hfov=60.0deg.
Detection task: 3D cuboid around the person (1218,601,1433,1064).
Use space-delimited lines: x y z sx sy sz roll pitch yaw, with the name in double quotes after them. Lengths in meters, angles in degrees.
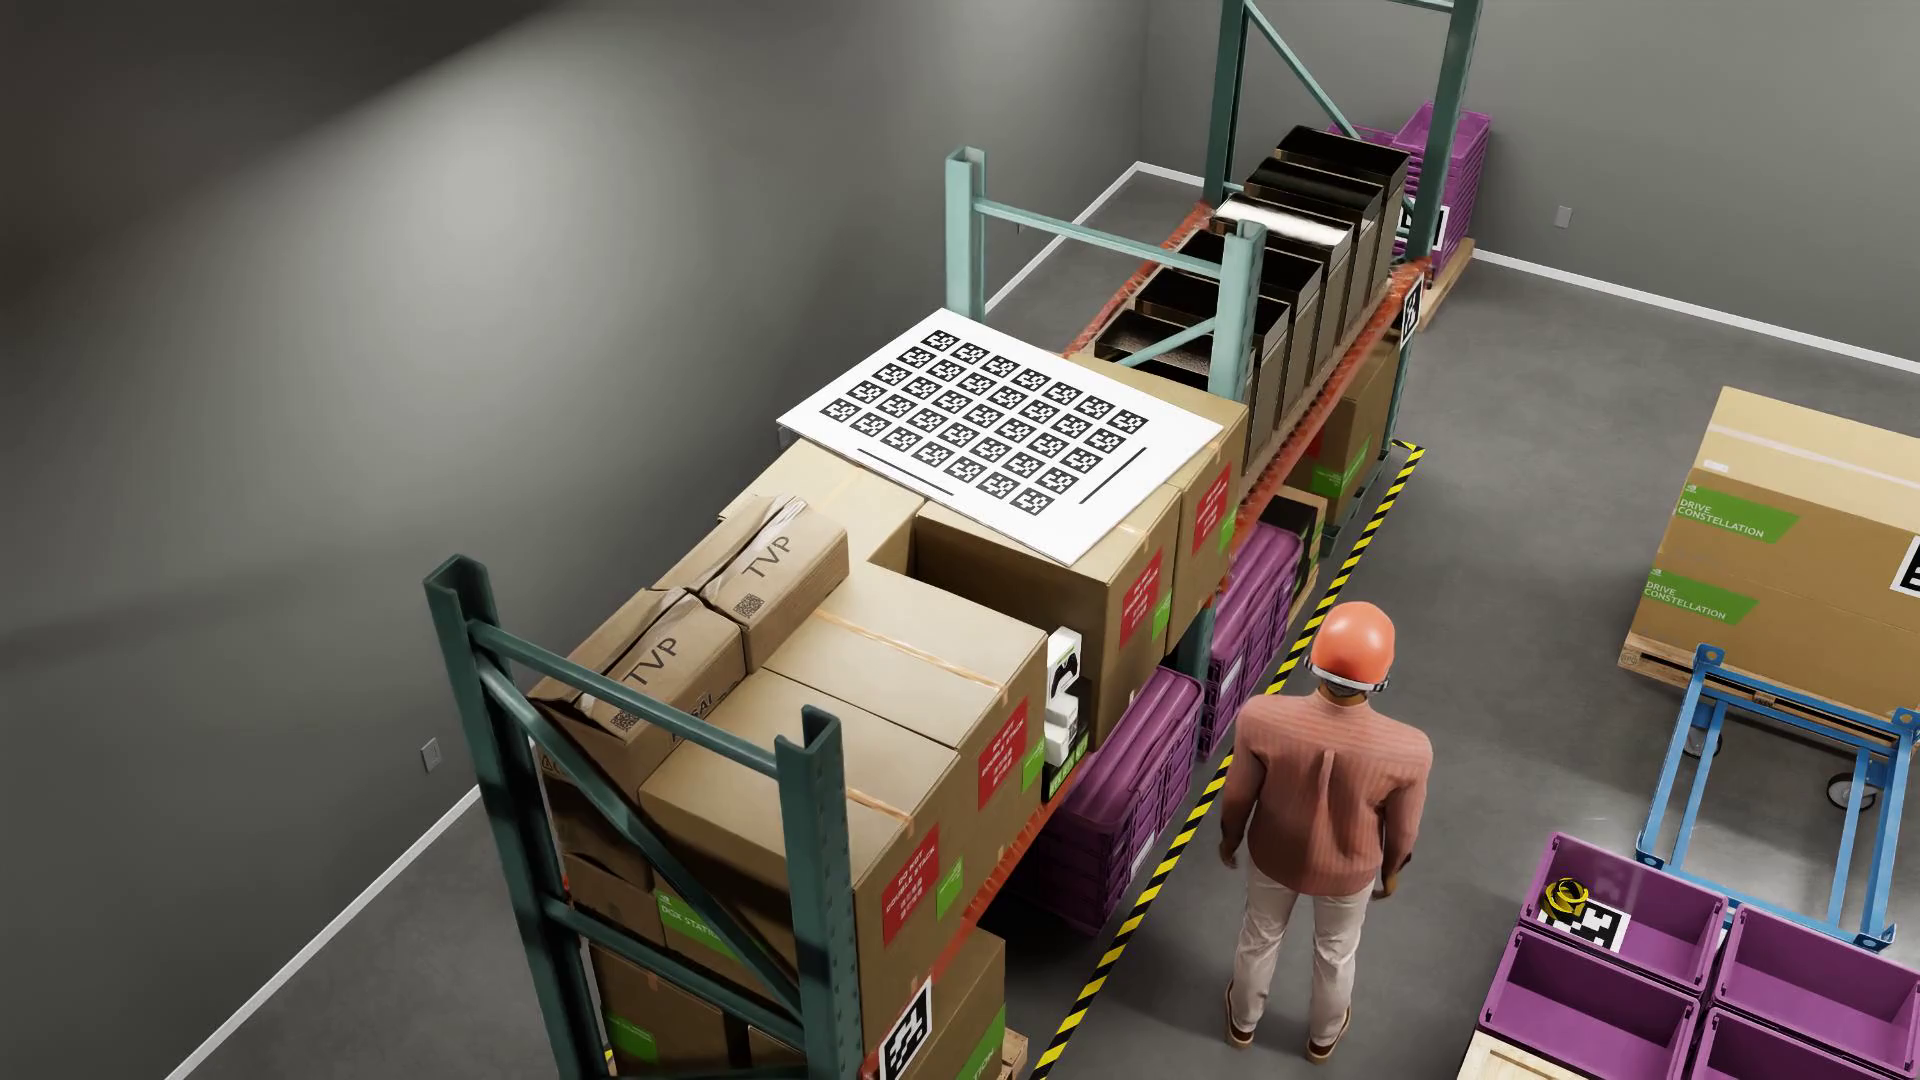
1.142 0.983 5.381 0.612 1.996 0.389 12 41 14 "person"
